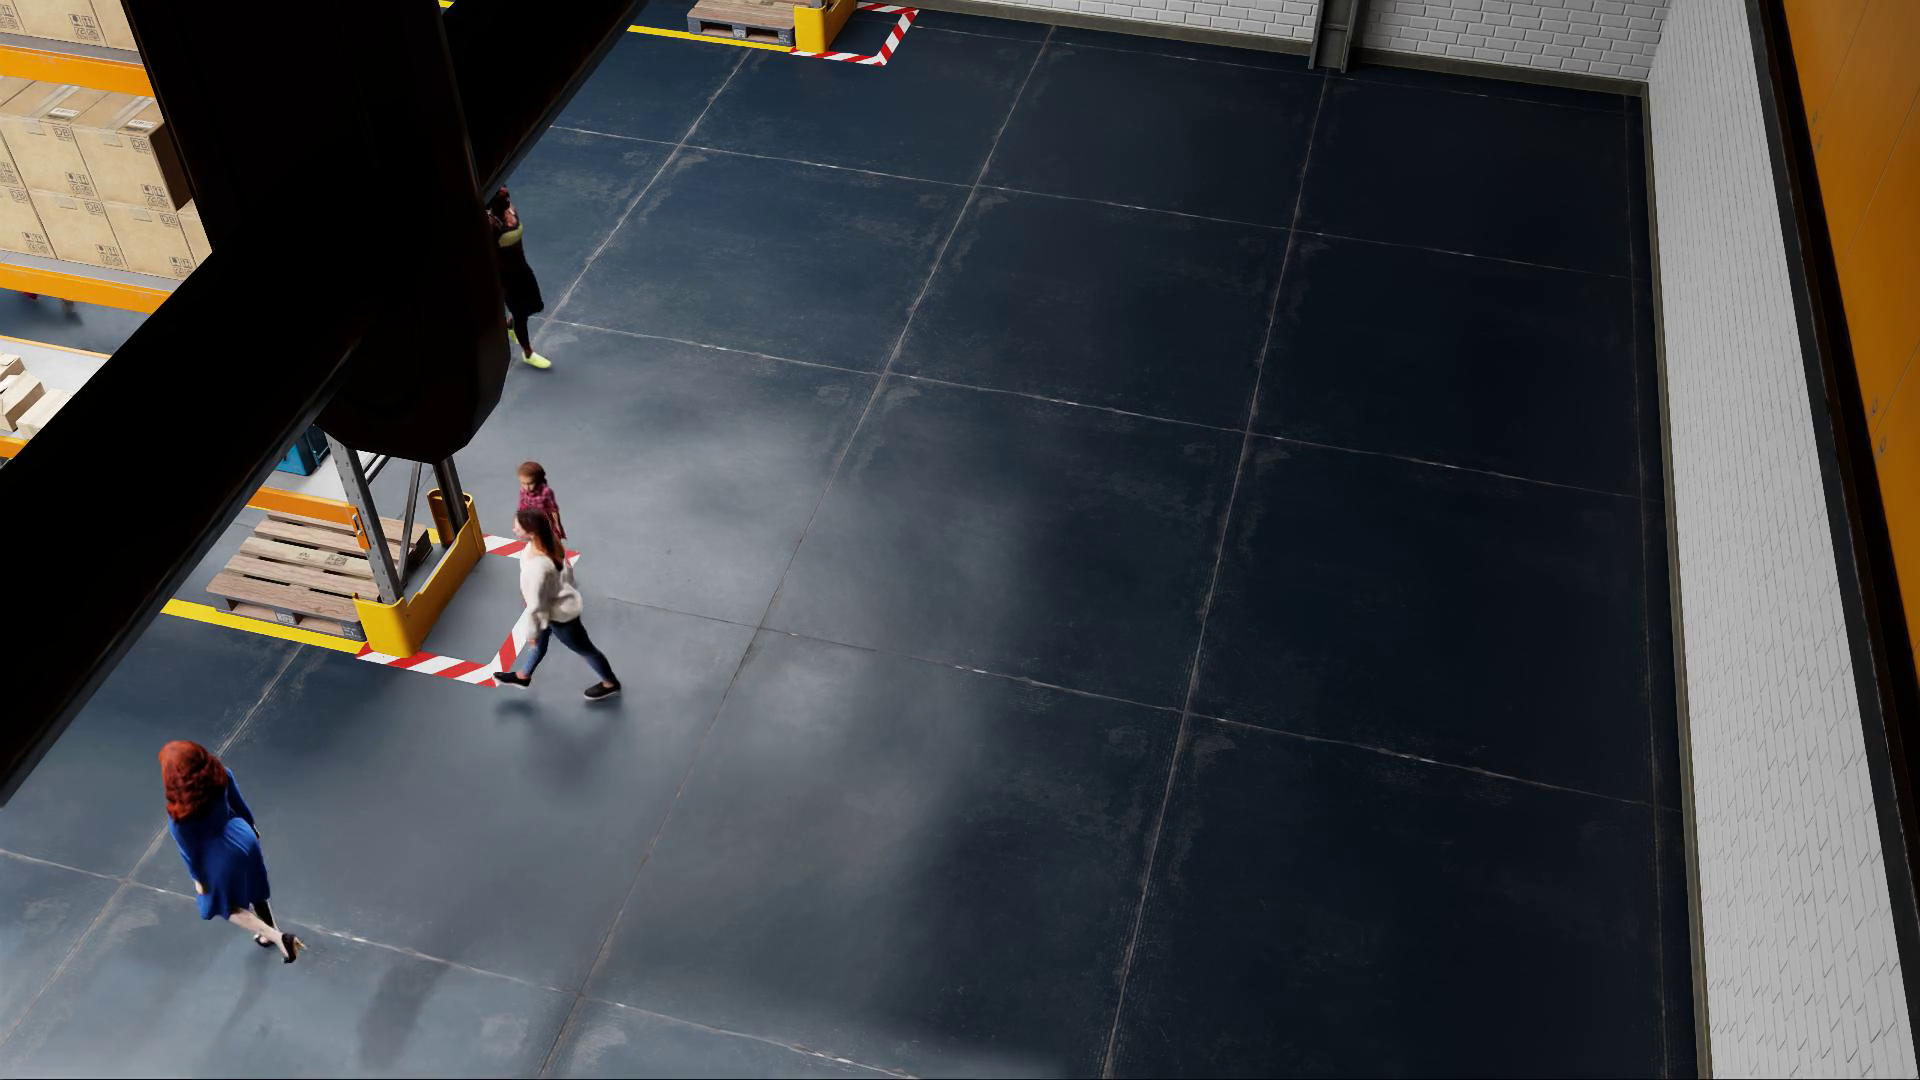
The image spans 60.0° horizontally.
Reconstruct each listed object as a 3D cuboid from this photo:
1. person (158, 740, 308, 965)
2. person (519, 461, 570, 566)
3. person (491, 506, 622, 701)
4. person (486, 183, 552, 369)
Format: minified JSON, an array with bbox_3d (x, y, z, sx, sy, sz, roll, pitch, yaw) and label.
[{"bbox_3d":[-3.935,1.777,9.094,0.805,1.814,0.666,15,46,16],"label":"person"},{"bbox_3d":[-2.941,-0.167,11.714,0.438,1.016,0.504,9,44,10],"label":"person"},{"bbox_3d":[-2.483,0.440,10.614,1.150,1.654,0.937,-8,44,-8],"label":"person"},{"bbox_3d":[-3.636,-2.125,13.242,0.776,1.742,0.632,17,46,17],"label":"person"}]
